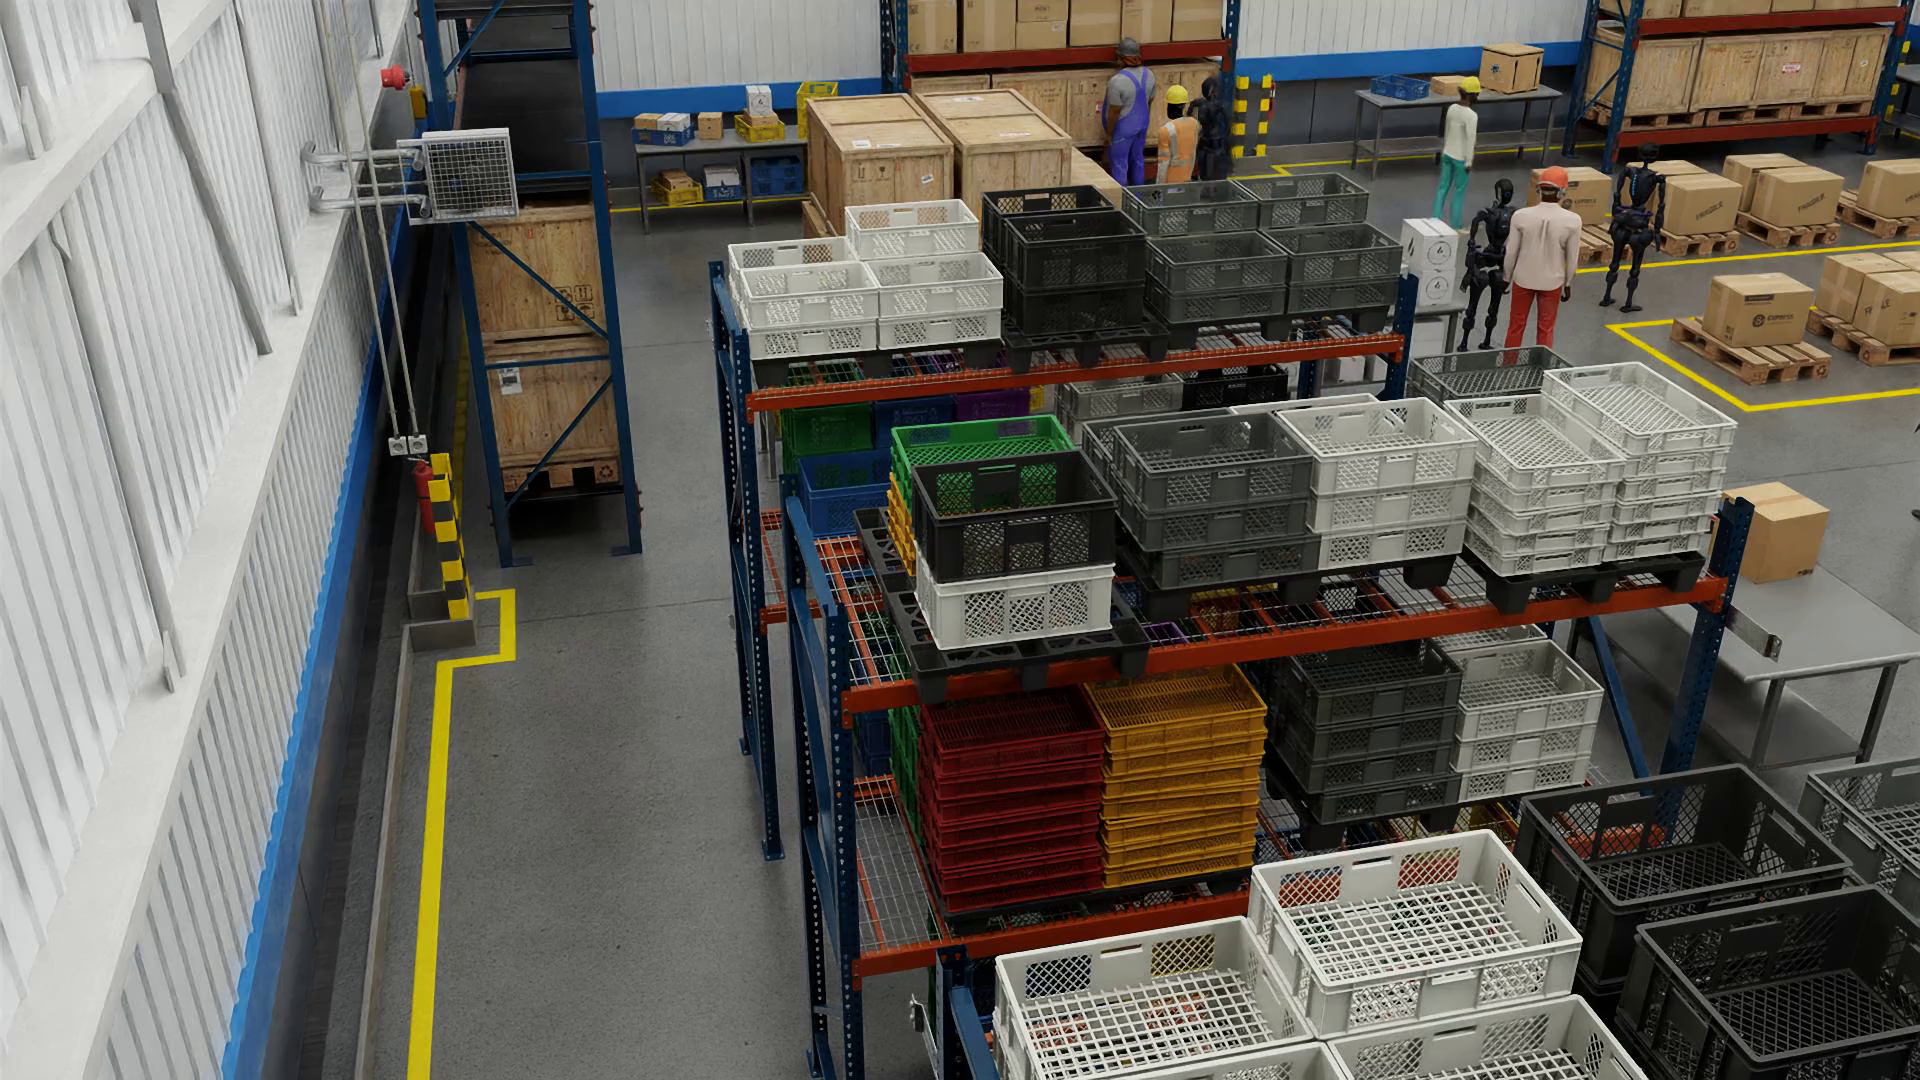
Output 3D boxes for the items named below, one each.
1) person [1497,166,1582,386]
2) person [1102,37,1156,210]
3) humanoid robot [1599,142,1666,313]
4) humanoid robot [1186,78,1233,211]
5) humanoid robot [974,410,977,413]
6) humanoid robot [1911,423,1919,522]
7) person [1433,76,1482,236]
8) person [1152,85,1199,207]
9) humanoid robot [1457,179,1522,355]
[{"bbox_3d":[5.040,-2.262,14.499,0.608,1.986,0.387,10,29,19],"label":"person"},{"bbox_3d":[1.880,-4.767,19.193,0.677,2.000,0.537,-22,35,-36],"label":"person"},{"bbox_3d":[6.648,-3.098,16.398,0.324,1.658,0.601,-18,33,-31],"label":"humanoid robot"},{"bbox_3d":[2.797,-4.472,19.047,0.731,1.624,0.596,-23,36,-37],"label":"humanoid robot"},{"bbox_3d":[0.004,-0.280,11.117,0.804,1.618,0.584,3,28,5],"label":"humanoid robot"},{"bbox_3d":[7.390,-0.890,12.212,0.603,1.653,0.315,9,29,17],"label":"humanoid robot"},{"bbox_3d":[5.582,-4.284,18.574,0.339,1.766,0.529,-10,29,-17],"label":"person"},{"bbox_3d":[2.234,-3.799,17.475,0.364,1.925,0.592,25,37,38],"label":"person"},{"bbox_3d":[4.880,-2.490,15.244,0.591,1.657,0.326,-6,28,-11],"label":"humanoid robot"}]
